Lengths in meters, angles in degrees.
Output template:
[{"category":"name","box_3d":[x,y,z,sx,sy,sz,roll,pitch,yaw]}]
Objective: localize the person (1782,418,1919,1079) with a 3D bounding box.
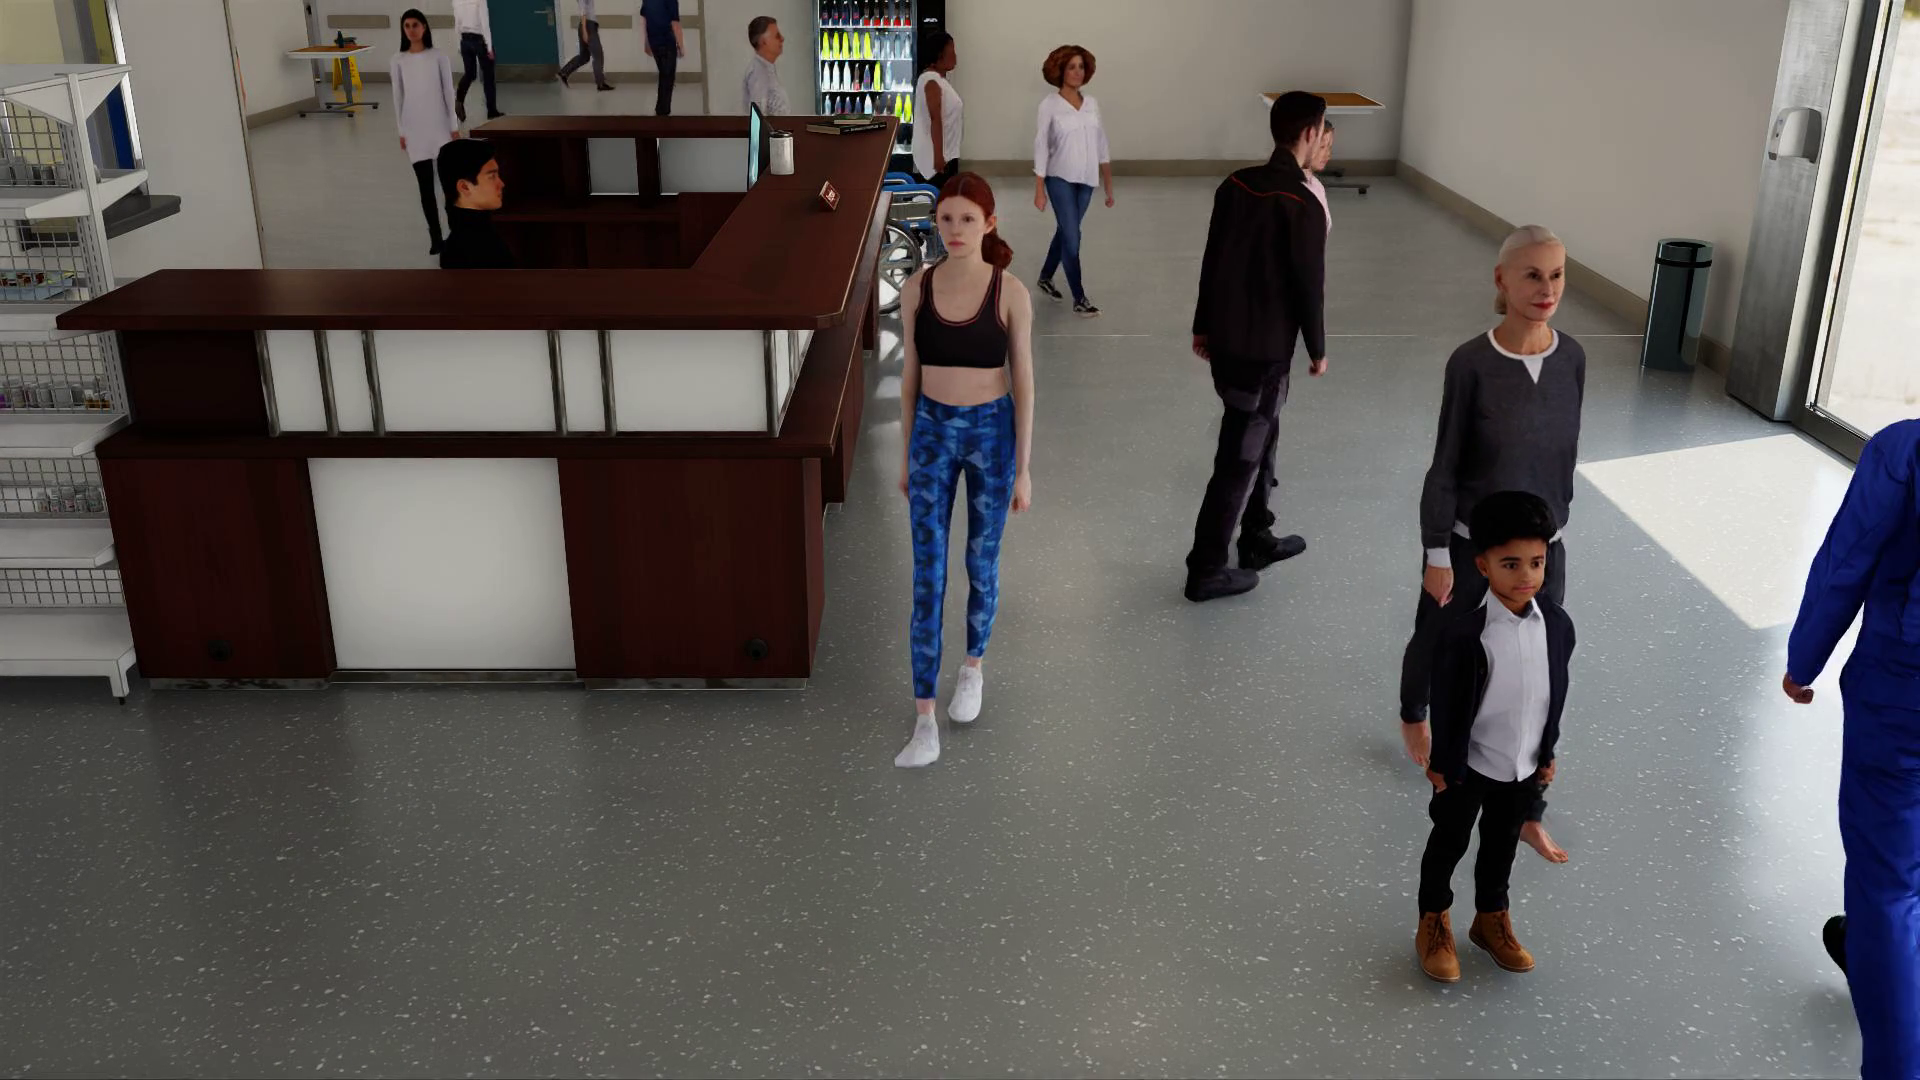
[{"category":"person","box_3d":[2.040,0.405,3.422,1.149,1.788,0.863,3,21,7]}]

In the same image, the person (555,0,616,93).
[{"category":"person","box_3d":[-5.415,-7.248,23.742,1.098,1.707,0.719,-3,21,-8]}]

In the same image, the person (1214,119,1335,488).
[{"category":"person","box_3d":[1.337,-1.056,7.459,0.747,1.661,0.803,-16,26,-35]}]

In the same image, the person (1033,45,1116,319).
[{"category":"person","box_3d":[0.668,-2.320,10.772,1.160,1.677,1.070,-11,24,-27]}]

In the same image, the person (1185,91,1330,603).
[{"category":"person","box_3d":[1.006,-0.656,6.099,1.019,1.875,0.906,-10,23,-24]}]

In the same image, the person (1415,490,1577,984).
[{"category":"person","box_3d":[1.276,0.466,3.996,0.488,1.227,0.600,-4,21,-11]}]

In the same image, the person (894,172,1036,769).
[{"category":"person","box_3d":[0.029,-0.241,5.161,0.964,1.763,0.750,3,21,8]}]

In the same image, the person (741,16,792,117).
[{"category":"person","box_3d":[-1.439,-2.736,11.711,1.169,1.791,0.730,-2,21,-5]}]

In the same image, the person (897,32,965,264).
[{"category":"person","box_3d":[-0.198,-2.800,12.040,0.777,1.676,0.681,-1,21,-3]}]

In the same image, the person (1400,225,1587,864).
[{"category":"person","box_3d":[1.480,-0.027,4.716,1.075,1.678,0.799,-3,21,-7]}]

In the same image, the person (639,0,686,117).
[{"category":"person","box_3d":[-3.623,-5.904,19.983,0.788,1.854,0.872,11,24,28]}]

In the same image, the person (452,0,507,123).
[{"category":"person","box_3d":[-6.016,-6.085,20.475,1.068,1.845,0.914,7,22,18]}]

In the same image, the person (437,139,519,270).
[{"category":"person","box_3d":[-1.755,-0.629,6.244,0.593,1.723,0.677,-3,21,-9]}]

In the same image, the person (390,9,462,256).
[{"category":"person","box_3d":[-4.009,-3.090,12.644,0.921,1.790,0.772,-3,21,-8]}]
